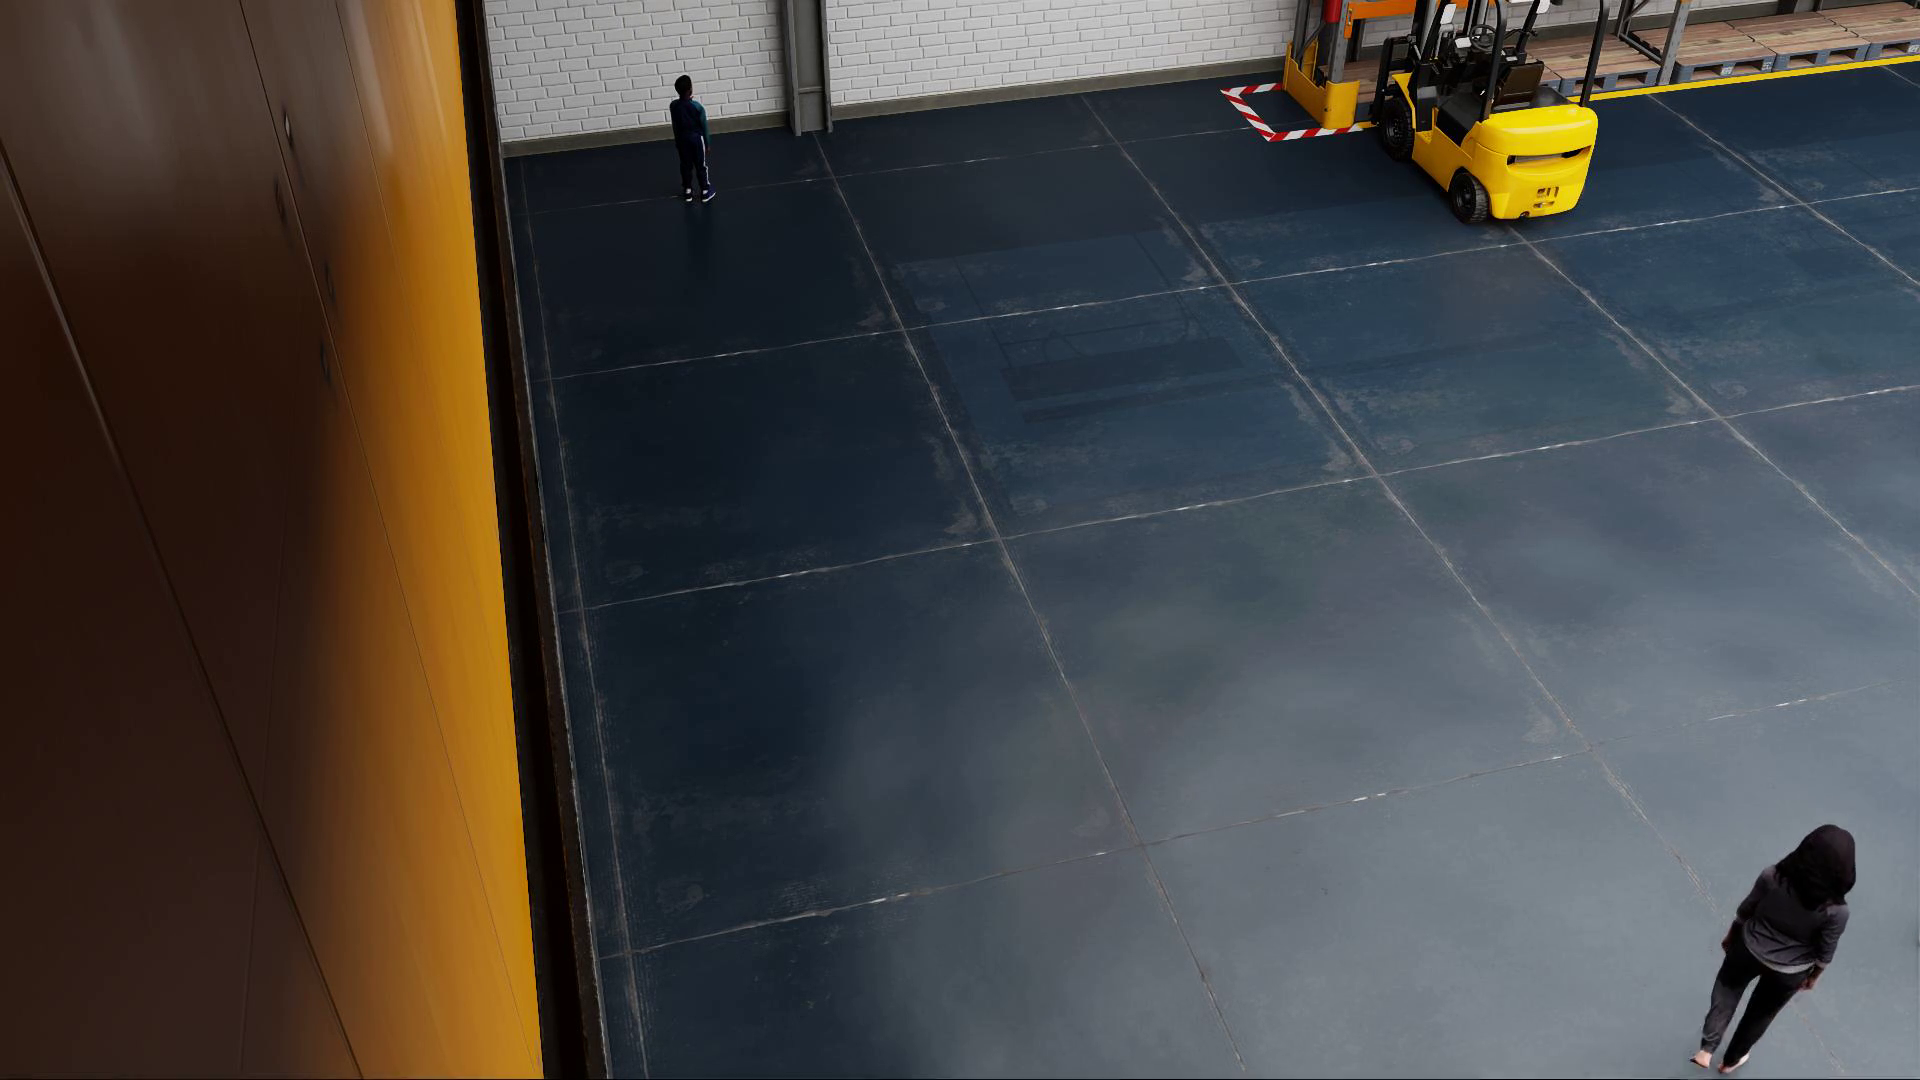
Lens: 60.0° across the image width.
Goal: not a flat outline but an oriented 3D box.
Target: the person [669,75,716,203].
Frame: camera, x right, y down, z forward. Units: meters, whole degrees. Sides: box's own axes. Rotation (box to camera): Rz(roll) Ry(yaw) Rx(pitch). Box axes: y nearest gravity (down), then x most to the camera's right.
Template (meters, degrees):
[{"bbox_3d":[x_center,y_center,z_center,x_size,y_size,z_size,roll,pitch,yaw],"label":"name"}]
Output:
[{"bbox_3d":[-2.570,-3.833,15.863,0.518,1.256,0.623,6,39,7],"label":"person"}]

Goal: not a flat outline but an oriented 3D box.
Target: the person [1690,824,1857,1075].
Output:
[{"bbox_3d":[3.899,2.080,8.066,0.781,1.746,0.844,29,47,32],"label":"person"}]
